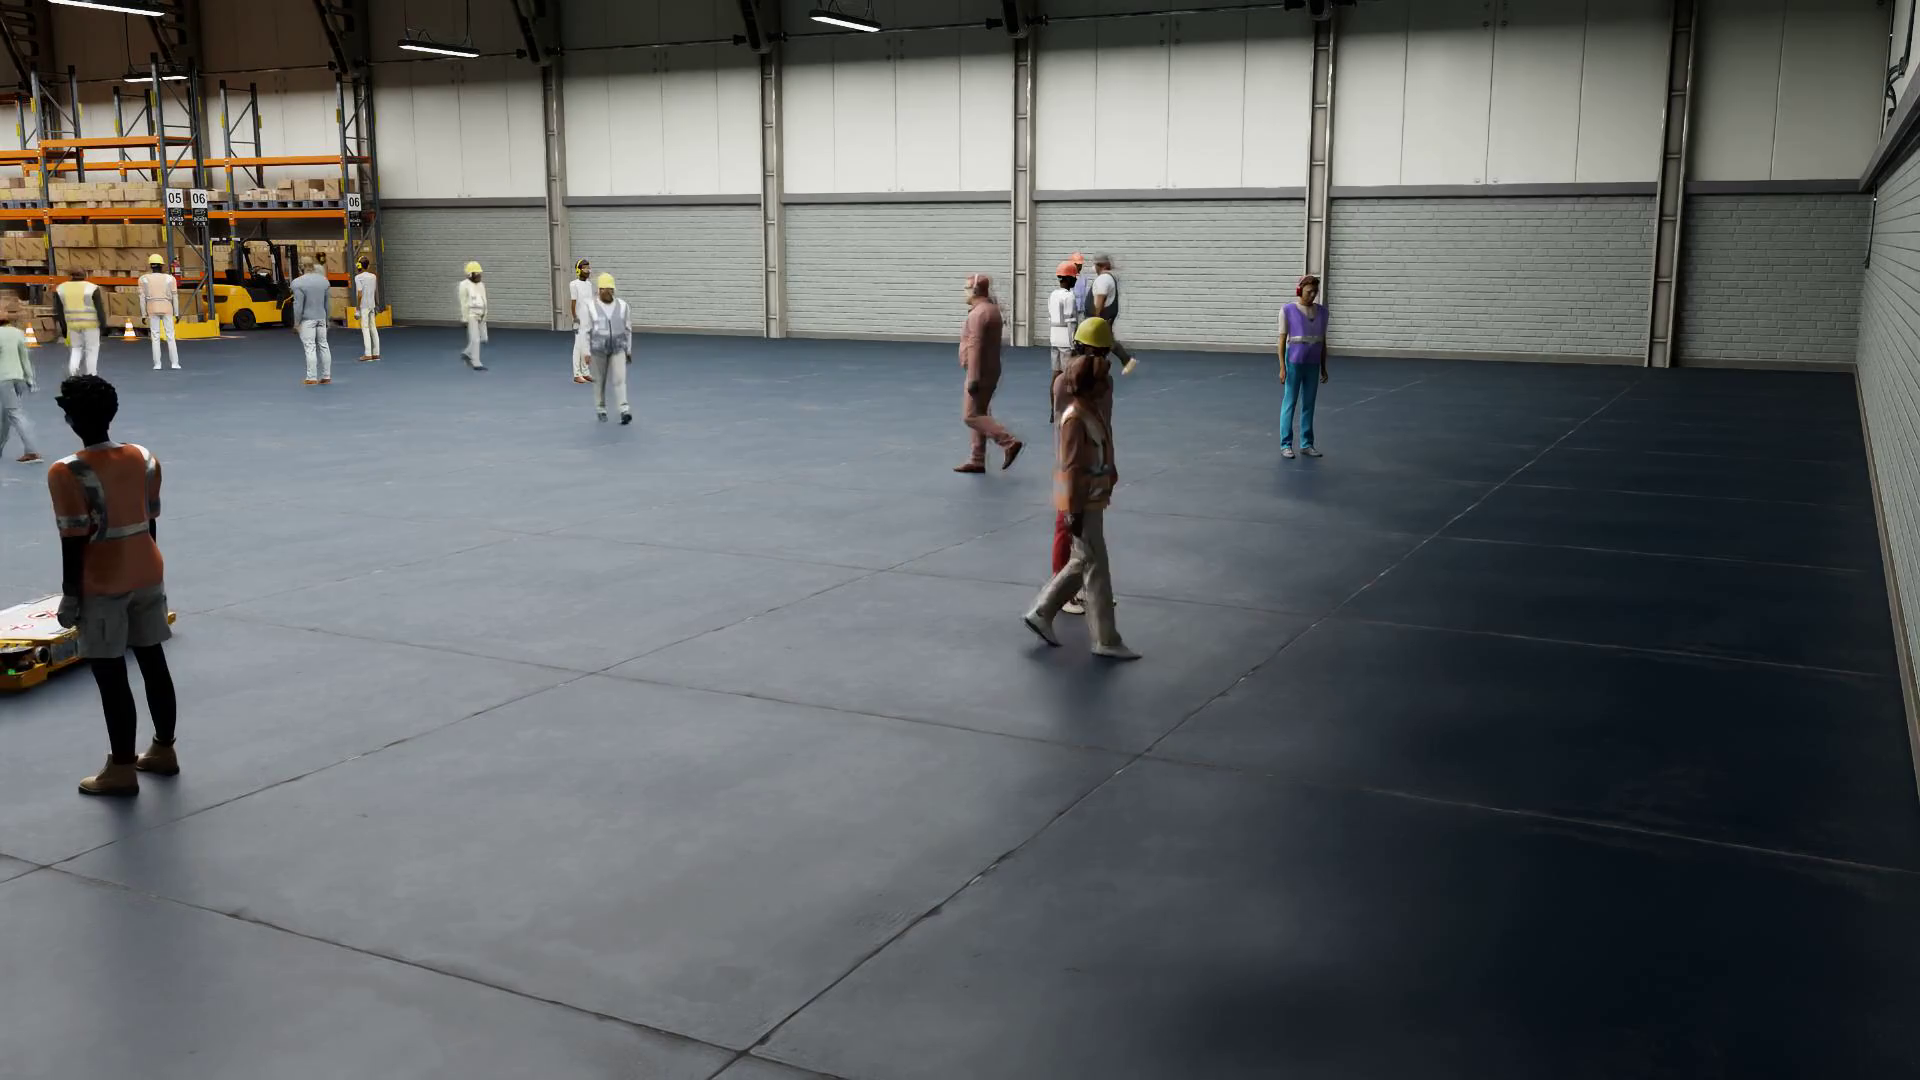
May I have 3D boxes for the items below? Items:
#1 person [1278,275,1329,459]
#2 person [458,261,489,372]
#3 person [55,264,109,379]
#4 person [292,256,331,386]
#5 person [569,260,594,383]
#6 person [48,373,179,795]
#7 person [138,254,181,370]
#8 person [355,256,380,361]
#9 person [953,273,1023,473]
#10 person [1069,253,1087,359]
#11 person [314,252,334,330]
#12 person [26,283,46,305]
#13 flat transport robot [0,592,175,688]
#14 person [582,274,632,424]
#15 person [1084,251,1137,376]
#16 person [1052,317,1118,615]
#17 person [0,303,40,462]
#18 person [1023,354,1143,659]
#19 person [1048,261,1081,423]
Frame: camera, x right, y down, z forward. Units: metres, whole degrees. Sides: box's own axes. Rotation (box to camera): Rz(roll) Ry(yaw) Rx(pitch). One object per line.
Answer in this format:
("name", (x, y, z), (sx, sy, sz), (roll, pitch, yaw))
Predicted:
("person", (3.467, -1.752, 16.842), (0.566, 1.841, 0.390), (-4, 11, -22))
("person", (-8.043, -3.675, 27.389), (0.546, 1.821, 0.598), (4, 11, 20))
("person", (-12.860, -3.133, 24.407), (0.636, 1.826, 0.432), (-1, 10, -3))
("person", (-9.656, -3.252, 24.774), (0.373, 1.935, 0.628), (6, 12, 30))
("person", (-5.733, -3.329, 25.362), (0.330, 1.874, 0.518), (4, 11, 23))
("person", (-3.413, 0.179, 6.700), (0.322, 1.698, 0.533), (3, 11, 16))
("person", (-13.359, -3.796, 27.768), (0.588, 1.923, 0.383), (-4, 11, -21))
("person", (-10.628, -4.132, 29.744), (0.329, 1.872, 0.507), (4, 11, 20))
("person", (0.259, -1.550, 15.600), (0.600, 1.889, 0.669), (2, 11, 13))
("person", (2.028, -4.033, 29.020), (0.551, 1.934, 0.373), (-8, 13, -37))
("person", (-15.098, -5.907, 39.477), (0.391, 1.855, 0.515), (-8, 13, -37))
("person", (-24.763, -6.875, 44.579), (0.383, 1.920, 0.588), (5, 12, 26))
("flat transport robot", (-4.857, 0.506, 8.816), (0.652, 0.197, 1.431), (1, 10, 4))
("person", (-4.189, -2.269, 19.817), (0.619, 1.779, 0.932), (-4, 11, -21))
("person", (2.373, -3.635, 26.564), (0.919, 2.000, 0.689), (3, 11, 14))
("person", (0.764, -0.447, 9.950), (0.325, 1.762, 0.524), (9, 14, 41))
("person", (-9.516, -1.561, 16.483), (0.854, 1.585, 0.520), (3, 11, 13))
("person", (0.654, -0.181, 8.887), (0.666, 1.622, 0.528), (3, 11, 16))
("person", (1.259, -2.342, 19.799), (0.358, 1.938, 0.542), (-5, 11, -24))
